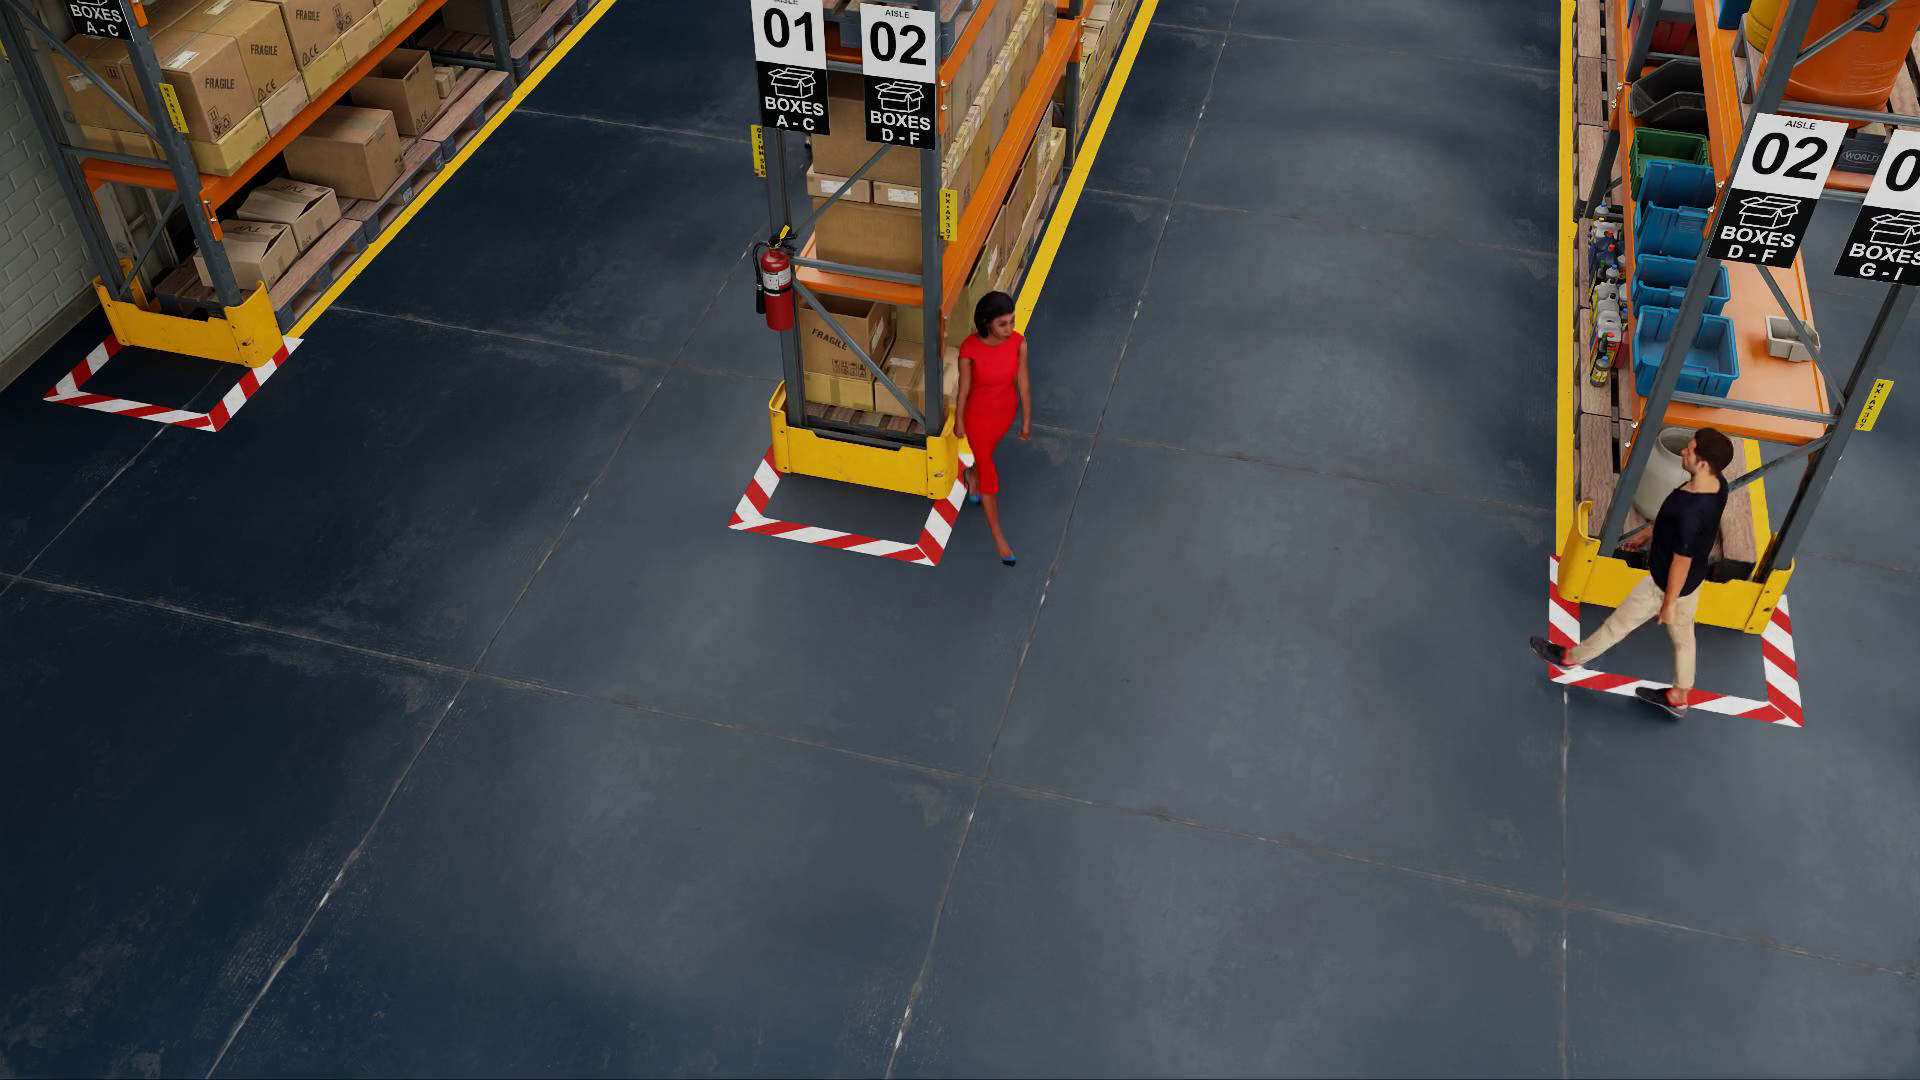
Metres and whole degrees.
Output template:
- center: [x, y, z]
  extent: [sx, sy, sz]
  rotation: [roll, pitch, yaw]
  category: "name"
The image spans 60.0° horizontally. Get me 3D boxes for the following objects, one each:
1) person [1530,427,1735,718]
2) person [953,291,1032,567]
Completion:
- center: [3.809, 0.234, 8.663]
  extent: [0.988, 1.812, 1.135]
  rotation: [29, 50, 27]
  category: "person"
- center: [0.149, -0.762, 9.816]
  extent: [1.029, 1.695, 1.163]
  rotation: [-16, 45, -17]
  category: "person"
